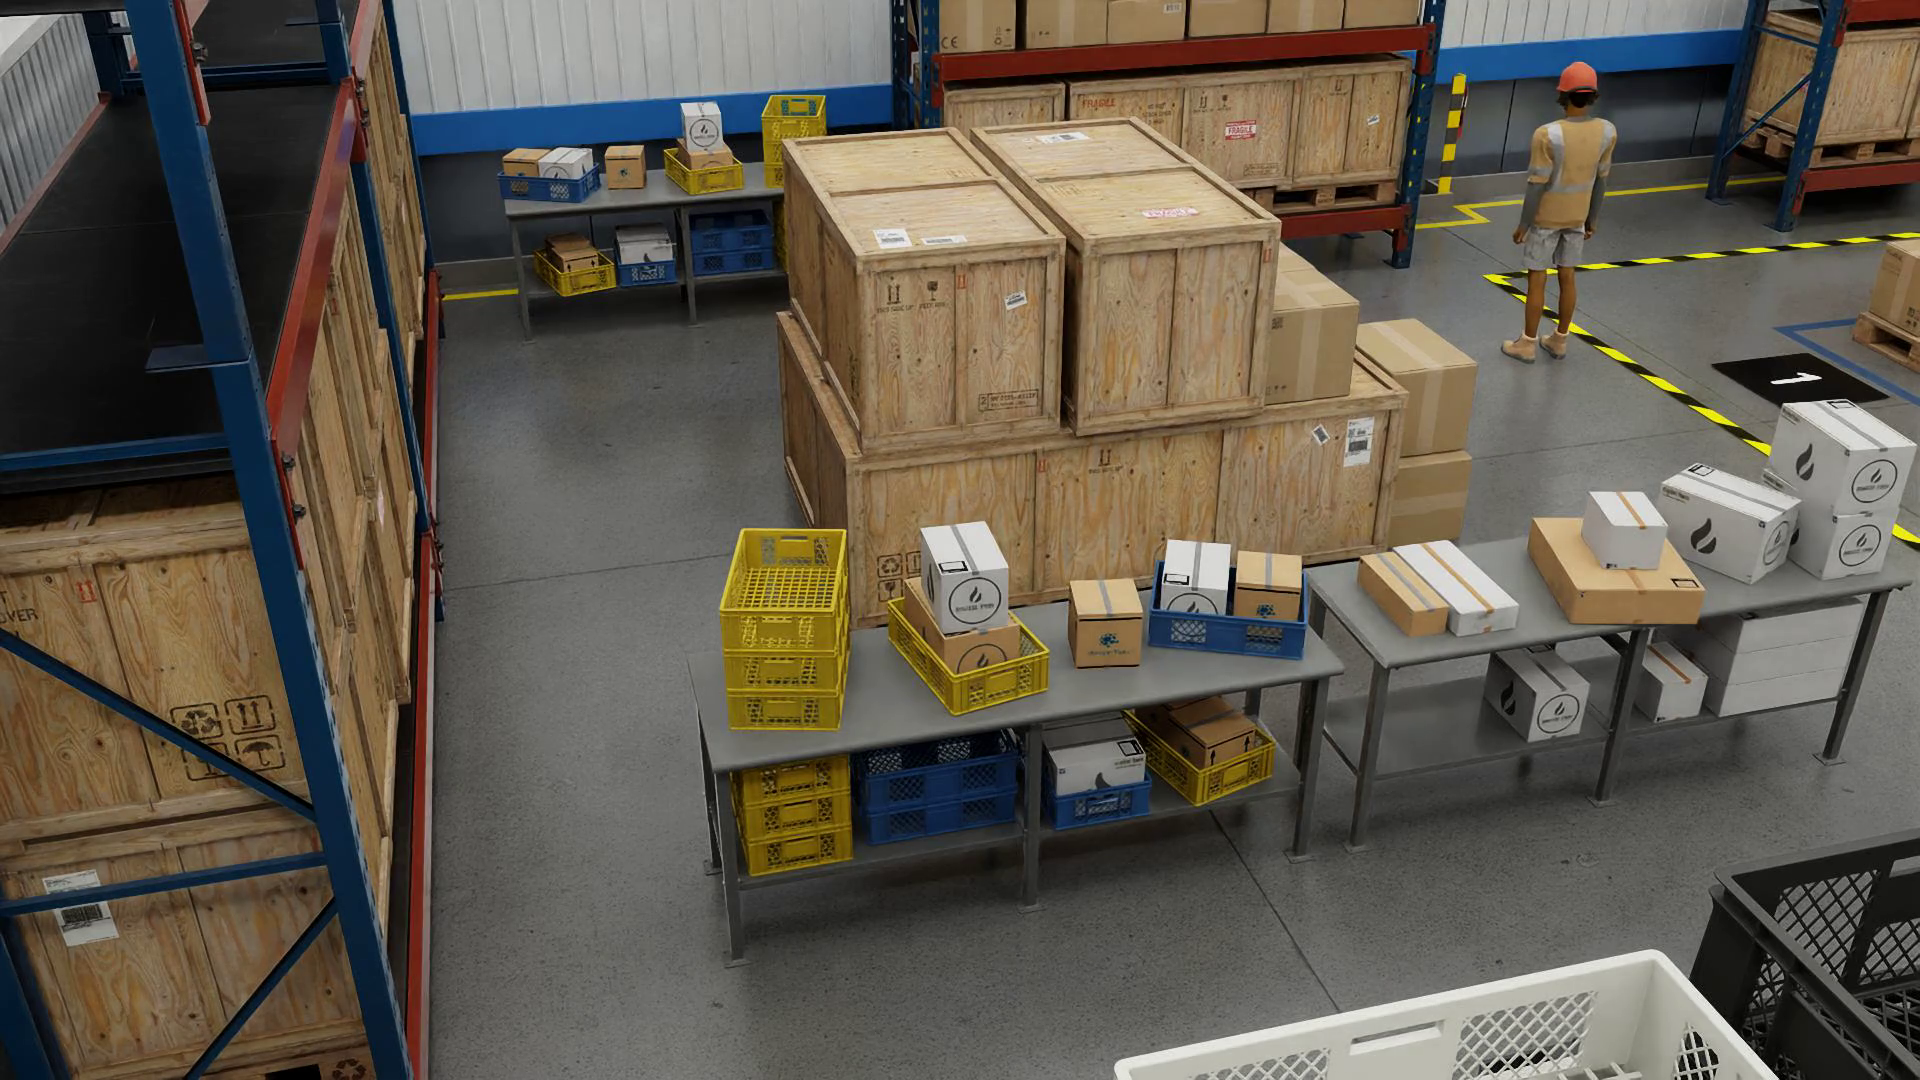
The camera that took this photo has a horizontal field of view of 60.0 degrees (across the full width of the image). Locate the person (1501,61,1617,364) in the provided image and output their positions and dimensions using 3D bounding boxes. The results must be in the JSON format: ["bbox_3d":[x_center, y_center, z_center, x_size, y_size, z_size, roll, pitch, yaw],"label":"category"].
[{"bbox_3d":[4.040,-2.199,11.274,0.613,2.039,0.386,-8,30,-13],"label":"person"}]
